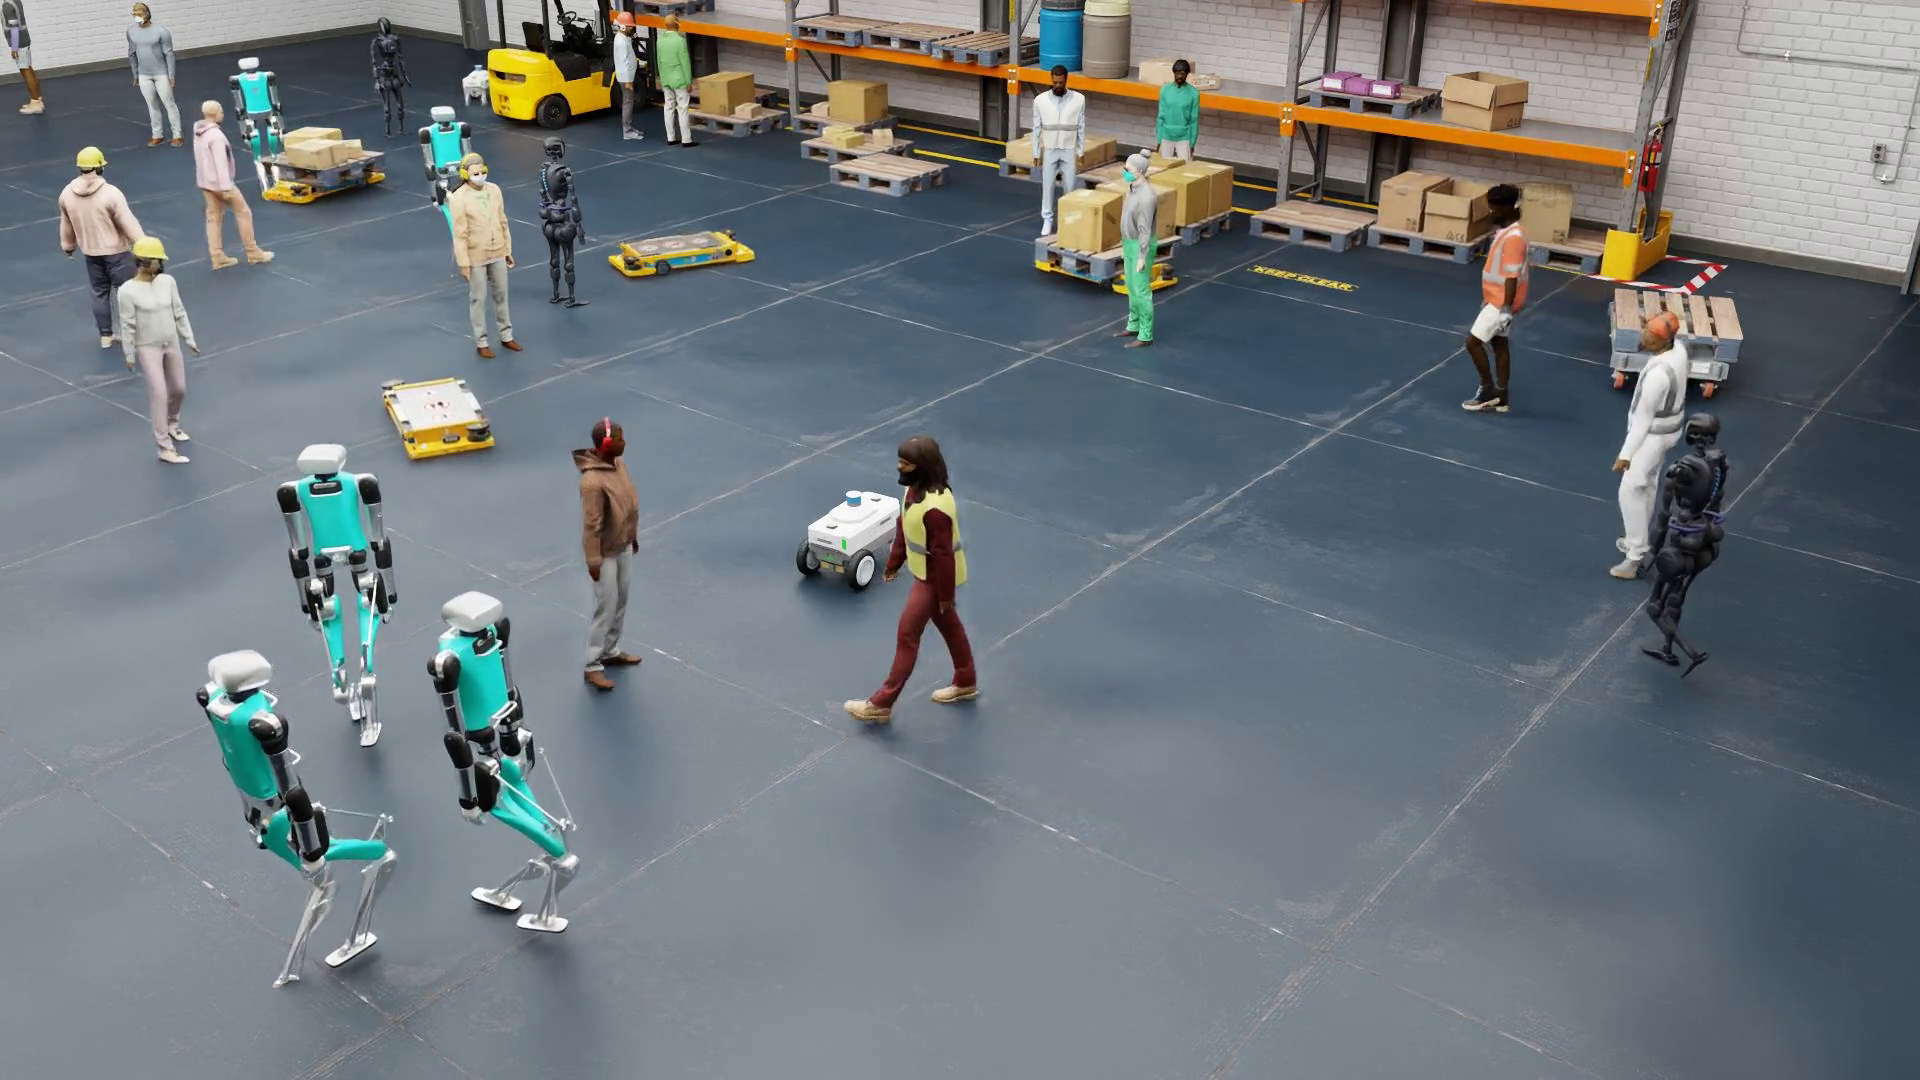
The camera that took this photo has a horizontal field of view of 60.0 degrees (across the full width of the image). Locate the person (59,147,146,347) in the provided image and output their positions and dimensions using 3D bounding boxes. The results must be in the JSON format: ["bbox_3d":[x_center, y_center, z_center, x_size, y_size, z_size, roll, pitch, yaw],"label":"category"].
[{"bbox_3d":[-7.845,-2.658,15.257,0.819,1.853,0.434,2,26,4],"label":"person"}]

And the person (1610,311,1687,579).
[{"bbox_3d":[4.620,-0.660,11.126,0.353,1.853,0.682,19,32,34],"label":"person"}]

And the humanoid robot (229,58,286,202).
[{"bbox_3d":[-8.477,-4.966,20.172,0.536,1.795,0.714,-13,29,-25],"label":"humanoid robot"}]

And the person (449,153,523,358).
[{"bbox_3d":[-4.330,-2.583,15.092,0.399,1.868,0.563,21,33,37],"label":"person"}]

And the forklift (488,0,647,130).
[{"bbox_3d":[-5.874,-7.334,24.552,1.214,2.155,2.313,19,32,34],"label":"forklift"}]

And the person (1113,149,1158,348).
[{"bbox_3d":[1.638,-2.697,15.363,0.345,1.835,0.511,-6,26,-12],"label":"person"}]

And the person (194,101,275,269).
[{"bbox_3d":[-7.776,-3.786,17.696,0.553,1.753,0.745,20,32,35],"label":"person"}]

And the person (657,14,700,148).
[{"bbox_3d":[-3.907,-6.316,22.911,0.539,1.784,0.383,15,30,29],"label":"person"}]

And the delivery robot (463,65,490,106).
[{"bbox_3d":[-7.469,-7.111,25.930,0.499,0.560,0.734,2,26,4],"label":"delivery robot"}]

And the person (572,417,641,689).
[{"bbox_3d":[-2.098,0.067,9.870,0.318,1.624,0.556,7,27,14],"label":"person"}]

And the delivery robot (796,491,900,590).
[{"bbox_3d":[-0.733,-0.021,11.308,0.499,0.614,0.791,15,30,28],"label":"delivery robot"}]

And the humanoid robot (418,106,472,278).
[{"bbox_3d":[-5.169,-3.527,17.215,0.539,1.825,0.670,-16,30,-30],"label":"humanoid robot"}]

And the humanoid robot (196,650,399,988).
[{"bbox_3d":[-2.847,1.220,7.386,0.532,1.797,0.791,19,31,33],"label":"humanoid robot"}]

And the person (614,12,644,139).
[{"bbox_3d":[-4.669,-6.538,23.421,0.350,1.738,0.572,-5,26,-11],"label":"person"}]

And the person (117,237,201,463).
[{"bbox_3d":[-6.285,-1.507,13.037,0.608,1.719,0.565,13,28,24],"label":"person"}]

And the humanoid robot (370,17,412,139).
[{"bbox_3d":[-8.038,-6.527,23.466,0.308,1.652,0.604,15,29,28],"label":"humanoid robot"}]

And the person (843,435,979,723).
[{"bbox_3d":[-0.281,0.217,9.443,0.898,1.730,0.491,-5,26,-10],"label":"person"}]

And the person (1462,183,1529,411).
[{"bbox_3d":[4.435,-1.987,13.760,0.528,1.937,0.659,6,26,12],"label":"person"}]

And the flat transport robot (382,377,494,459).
[{"bbox_3d":[-4.320,-1.033,13.709,0.659,0.231,1.431,-12,28,-23],"label":"flat transport robot"}]

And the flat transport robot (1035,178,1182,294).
[{"bbox_3d":[1.540,-2.864,17.501,0.659,0.231,1.431,-22,33,-37],"label":"flat transport robot"}]

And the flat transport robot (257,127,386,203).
[{"bbox_3d":[-7.996,-4.503,20.895,0.659,0.231,1.431,12,28,24],"label":"flat transport robot"}]

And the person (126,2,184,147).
[{"bbox_3d":[-11.089,-6.395,22.896,0.630,1.940,0.372,1,26,2],"label":"person"}]

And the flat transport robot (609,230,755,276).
[{"bbox_3d":[-3.011,-3.102,17.995,1.431,0.231,0.659,-13,29,-25],"label":"flat transport robot"}]

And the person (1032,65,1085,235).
[{"bbox_3d":[1.114,-4.407,18.820,0.594,1.908,0.407,0,26,0],"label":"person"}]

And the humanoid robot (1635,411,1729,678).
[{"bbox_3d":[4.378,0.040,9.865,0.589,1.638,0.500,-15,30,-28],"label":"humanoid robot"}]

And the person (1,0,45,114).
[{"bbox_3d":[-14.151,-7.447,24.958,0.371,2.043,0.604,-8,27,-15],"label":"person"}]

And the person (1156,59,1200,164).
[{"bbox_3d":[2.543,-4.692,19.480,0.497,1.843,0.405,7,27,15],"label":"person"}]

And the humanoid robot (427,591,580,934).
[{"bbox_3d":[-1.996,1.087,7.627,0.830,1.781,0.560,7,27,14],"label":"humanoid robot"}]

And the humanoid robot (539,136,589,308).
[{"bbox_3d":[-3.965,-3.161,16.482,0.599,1.657,0.315,22,33,38],"label":"humanoid robot"}]

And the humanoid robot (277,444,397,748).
[{"bbox_3d":[-3.364,0.389,9.095,0.543,1.764,0.917,-5,26,-11],"label":"humanoid robot"}]
